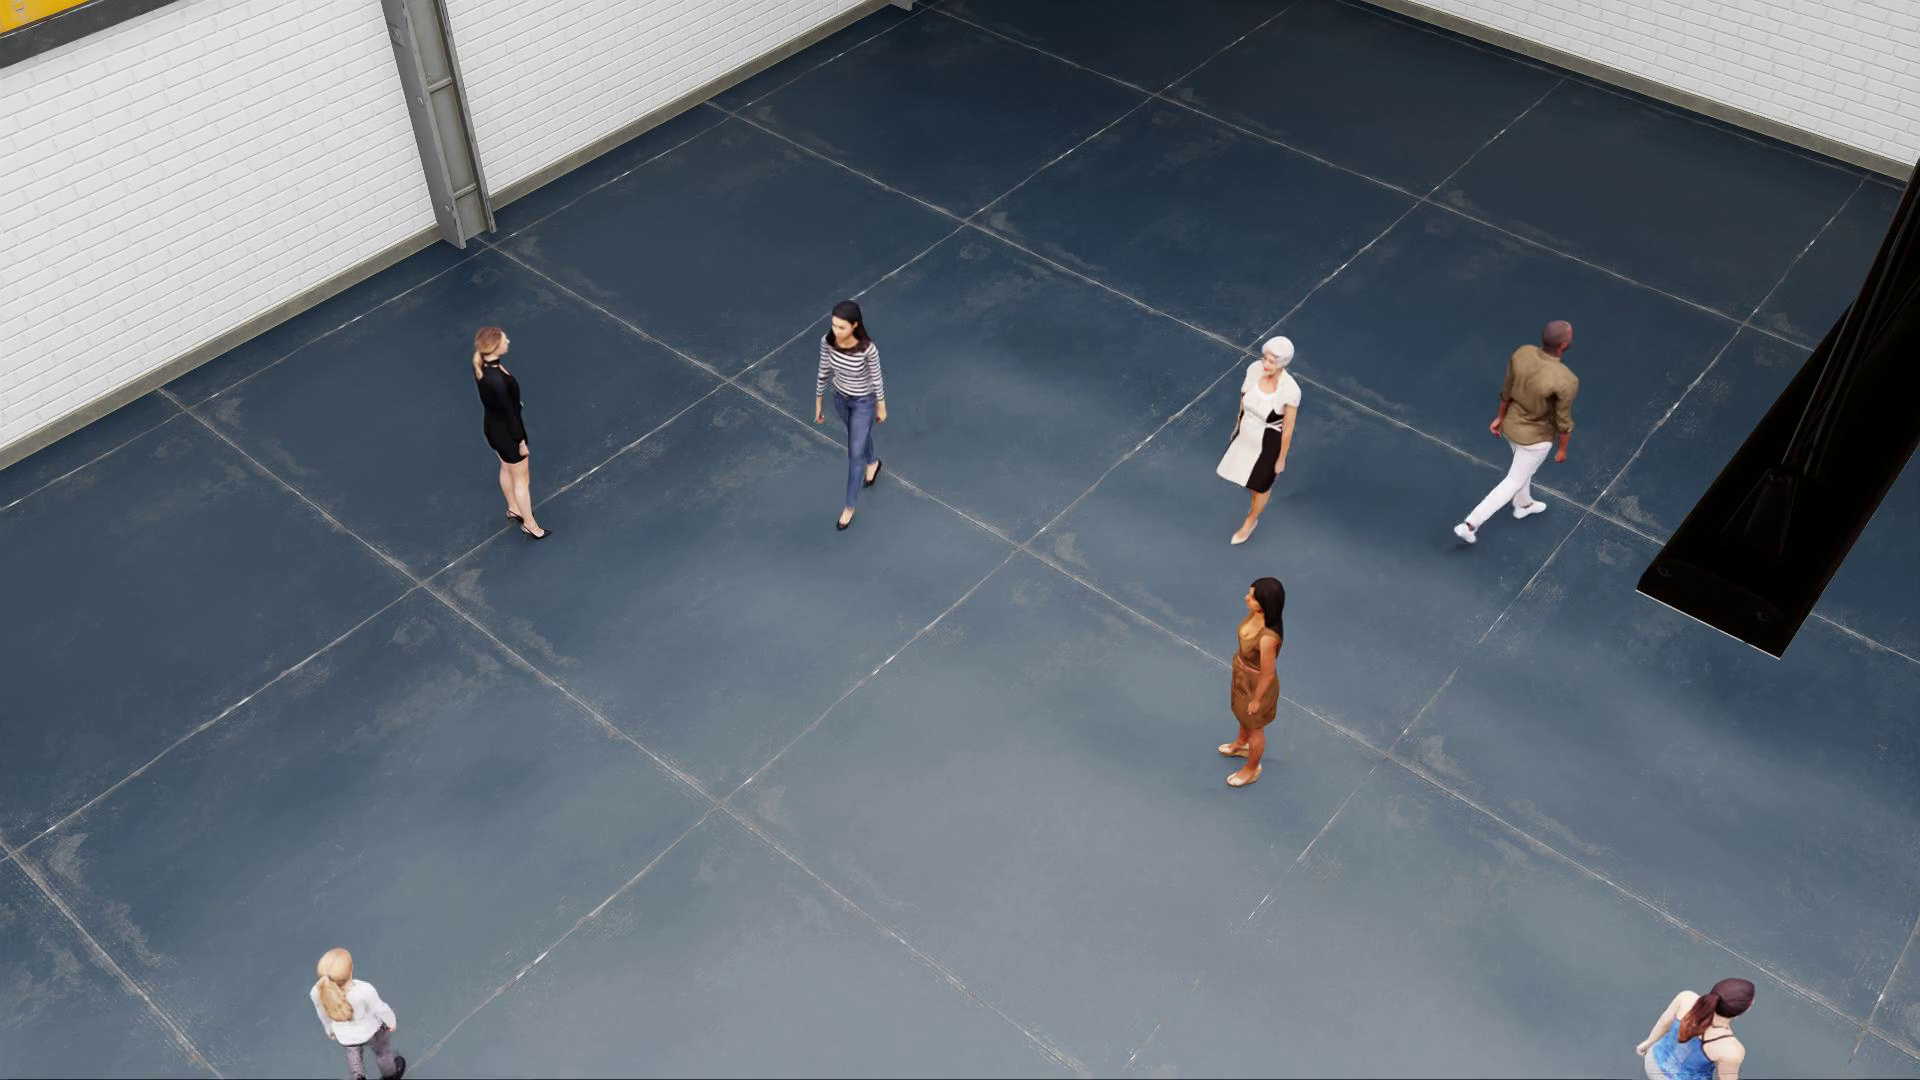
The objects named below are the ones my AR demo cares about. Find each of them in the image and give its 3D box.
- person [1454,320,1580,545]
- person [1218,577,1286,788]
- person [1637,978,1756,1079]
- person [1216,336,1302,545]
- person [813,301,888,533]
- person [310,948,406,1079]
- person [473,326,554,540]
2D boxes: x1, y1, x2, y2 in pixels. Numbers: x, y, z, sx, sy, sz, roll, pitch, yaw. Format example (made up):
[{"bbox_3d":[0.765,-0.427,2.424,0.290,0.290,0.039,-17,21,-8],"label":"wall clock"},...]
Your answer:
[{"bbox_3d":[3.853,-0.700,11.435,1.261,1.793,1.022,-18,47,-18],"label":"person"},{"bbox_3d":[1.752,0.839,9.895,0.698,1.689,0.635,-3,44,-3],"label":"person"},{"bbox_3d":[3.426,2.626,8.087,0.798,1.595,0.734,-16,46,-16],"label":"person"},{"bbox_3d":[2.132,-0.708,11.477,0.804,1.747,0.706,-29,51,-27],"label":"person"},{"bbox_3d":[-0.702,-0.992,11.770,0.783,1.755,1.067,18,46,18],"label":"person"},{"bbox_3d":[-3.067,2.520,8.432,0.670,1.274,0.734,-1,44,-1],"label":"person"},{"bbox_3d":[-3.126,-0.742,11.499,0.583,1.767,0.619,-29,51,-27],"label":"person"}]
